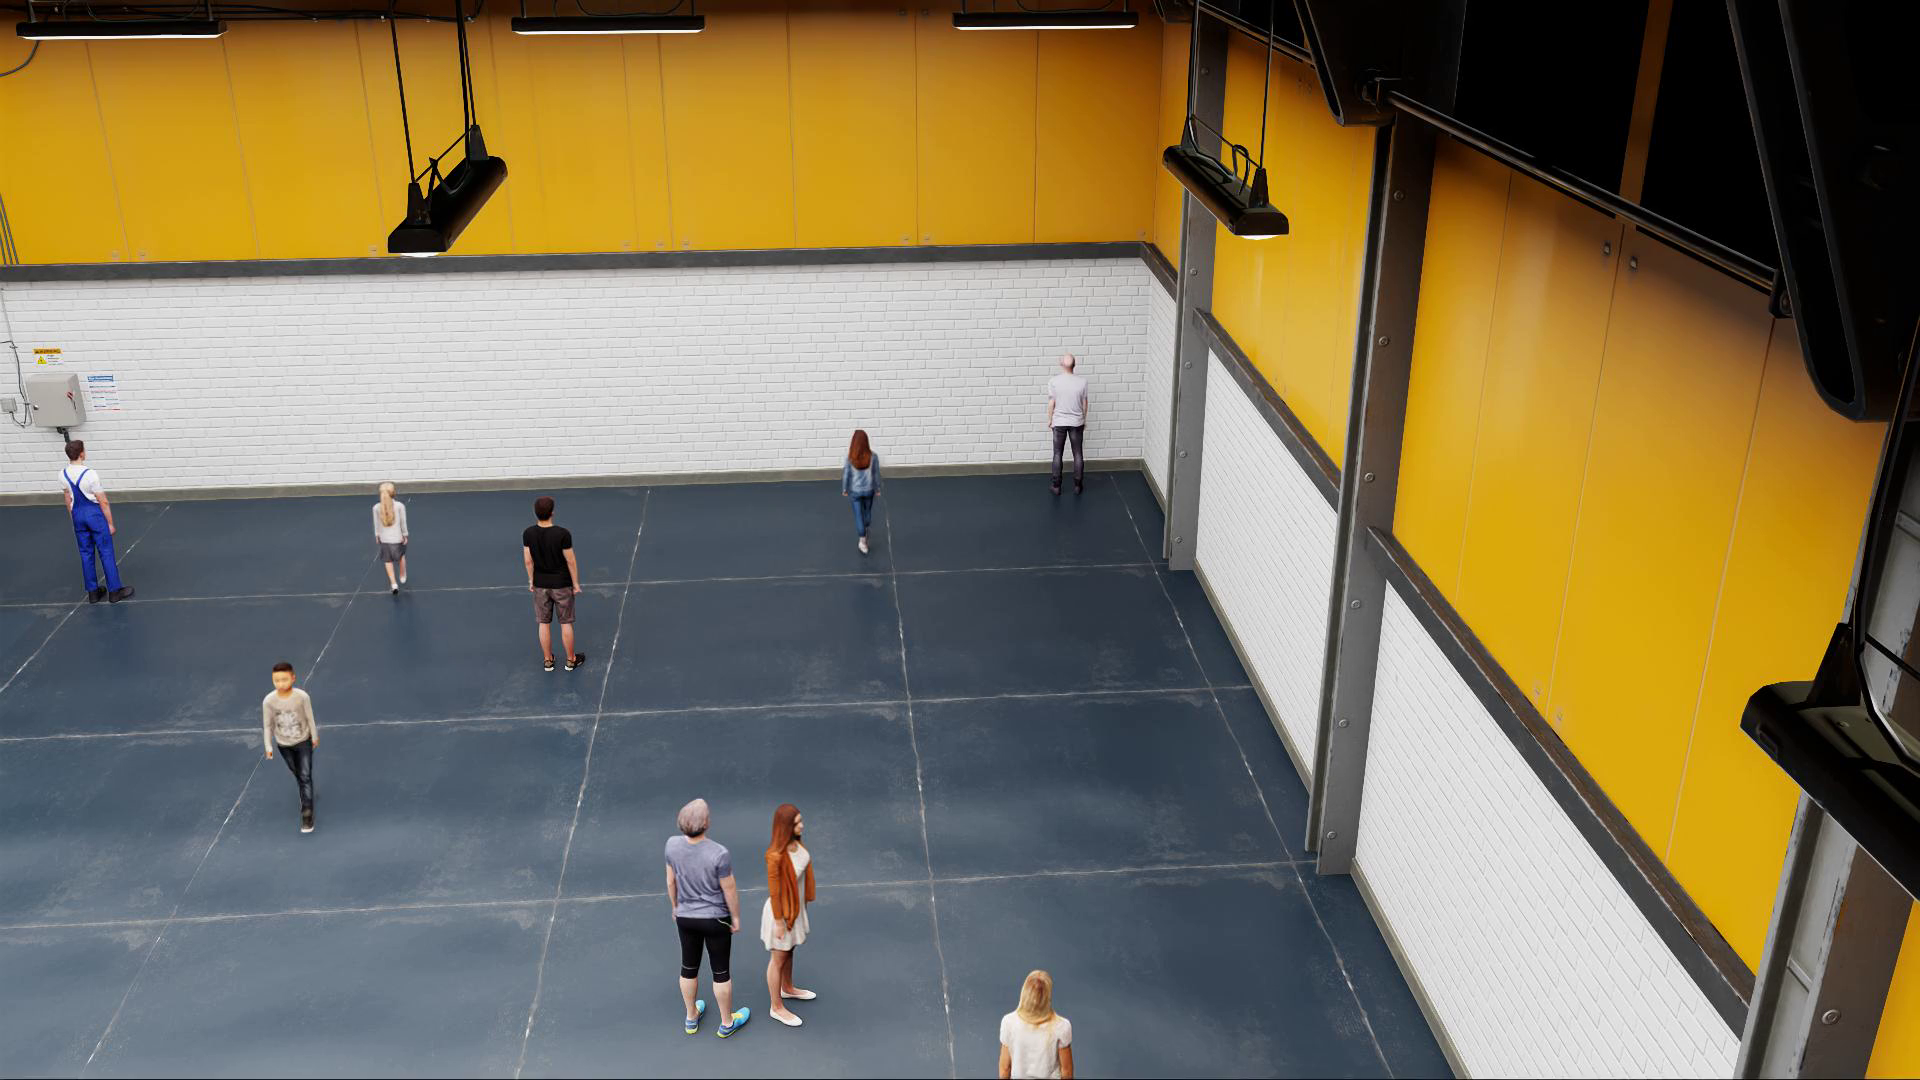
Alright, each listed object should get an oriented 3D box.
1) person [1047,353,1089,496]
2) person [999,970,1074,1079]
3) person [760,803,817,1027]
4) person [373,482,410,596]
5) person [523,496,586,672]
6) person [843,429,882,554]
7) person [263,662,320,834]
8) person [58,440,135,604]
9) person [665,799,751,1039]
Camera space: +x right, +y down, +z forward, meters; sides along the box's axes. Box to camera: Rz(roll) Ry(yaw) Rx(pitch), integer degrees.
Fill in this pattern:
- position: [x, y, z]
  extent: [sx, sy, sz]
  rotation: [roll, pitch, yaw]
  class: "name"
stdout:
- position: [1.353, -1.464, 20.940]
  extent: [0.665, 1.831, 0.593]
  rotation: [0, 24, -1]
  class: "person"
- position: [0.448, 3.344, 9.969]
  extent: [0.644, 1.808, 0.557]
  rotation: [2, 24, 6]
  class: "person"
- position: [-1.240, 2.604, 11.770]
  extent: [0.750, 1.722, 0.632]
  rotation: [7, 25, 16]
  class: "person"
- position: [-6.269, -0.014, 18.336]
  extent: [0.650, 1.261, 0.899]
  rotation: [-9, 25, -19]
  class: "person"
- position: [-4.069, 0.433, 16.564]
  extent: [0.690, 1.862, 0.612]
  rotation: [1, 24, 1]
  class: "person"
- position: [-1.126, -0.547, 19.305]
  extent: [0.672, 1.461, 0.864]
  rotation: [-6, 24, -14]
  class: "person"
- position: [-5.692, 1.692, 14.226]
  extent: [0.648, 1.426, 1.027]
  rotation: [-5, 24, -12]
  class: "person"
- position: [-9.439, -0.205, 18.037]
  extent: [0.654, 1.851, 0.603]
  rotation: [2, 24, 3]
  class: "person"
- position: [-1.778, 2.617, 11.533]
  extent: [0.743, 1.888, 0.710]
  rotation: [7, 24, 15]
  class: "person"
